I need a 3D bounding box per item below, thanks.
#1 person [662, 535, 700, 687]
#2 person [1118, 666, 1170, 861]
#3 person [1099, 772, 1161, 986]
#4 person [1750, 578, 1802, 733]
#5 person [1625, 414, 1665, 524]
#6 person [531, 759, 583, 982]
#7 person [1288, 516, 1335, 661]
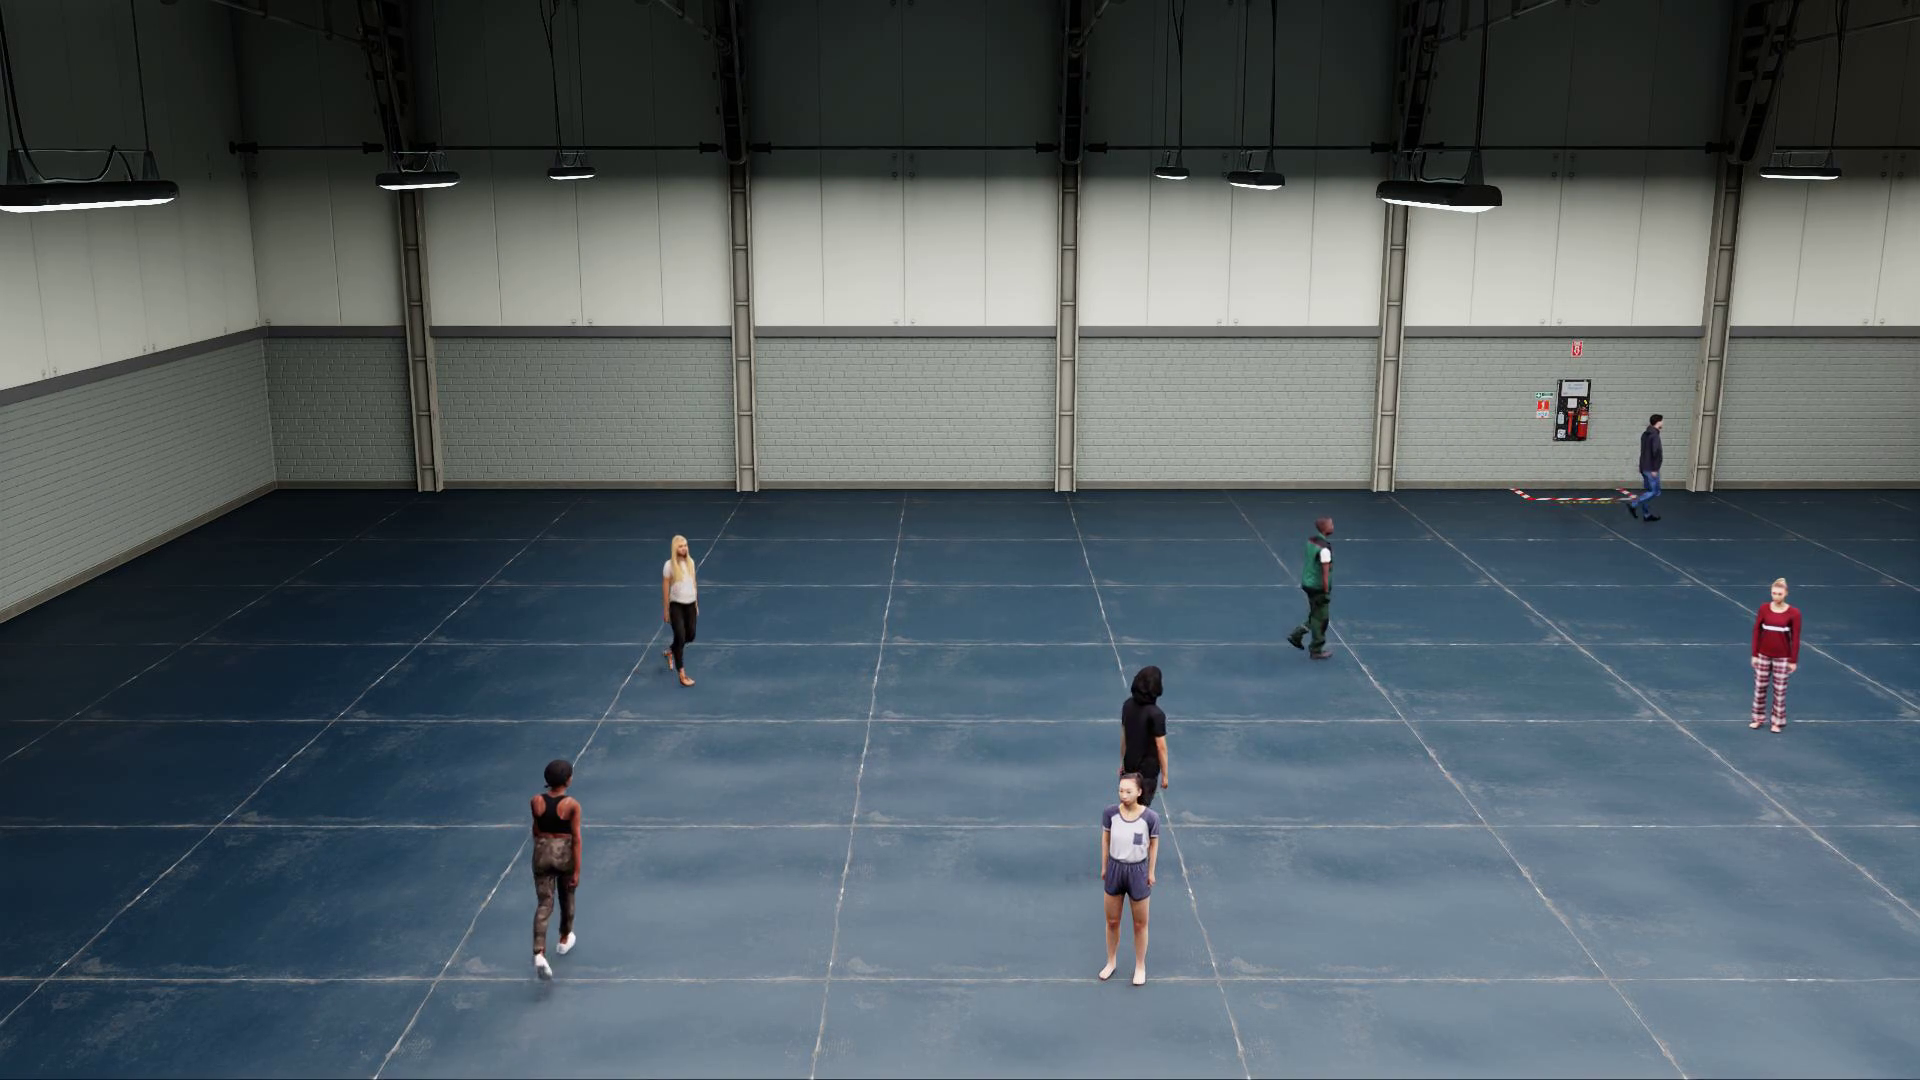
[{"bbox_3d":[-3.388,0.811,19.834,0.929,1.812,1.004,-12,18,-43],"label":"person"},{"bbox_3d":[1.540,2.002,14.674,0.840,1.821,0.791,-10,17,-38],"label":"person"},{"bbox_3d":[1.278,2.556,12.658,0.570,1.650,0.716,5,14,19],"label":"person"},{"bbox_3d":[8.901,1.254,18.164,0.658,1.702,0.754,9,16,35],"label":"person"},{"bbox_3d":[11.721,-1.216,28.435,0.873,1.880,0.686,0,13,-1],"label":"person"},{"bbox_3d":[-3.130,2.531,12.731,1.065,1.666,0.671,0,13,1],"label":"person"},{"bbox_3d":[4.376,0.601,20.702,0.815,1.831,0.719,-1,13,-6],"label":"person"}]
